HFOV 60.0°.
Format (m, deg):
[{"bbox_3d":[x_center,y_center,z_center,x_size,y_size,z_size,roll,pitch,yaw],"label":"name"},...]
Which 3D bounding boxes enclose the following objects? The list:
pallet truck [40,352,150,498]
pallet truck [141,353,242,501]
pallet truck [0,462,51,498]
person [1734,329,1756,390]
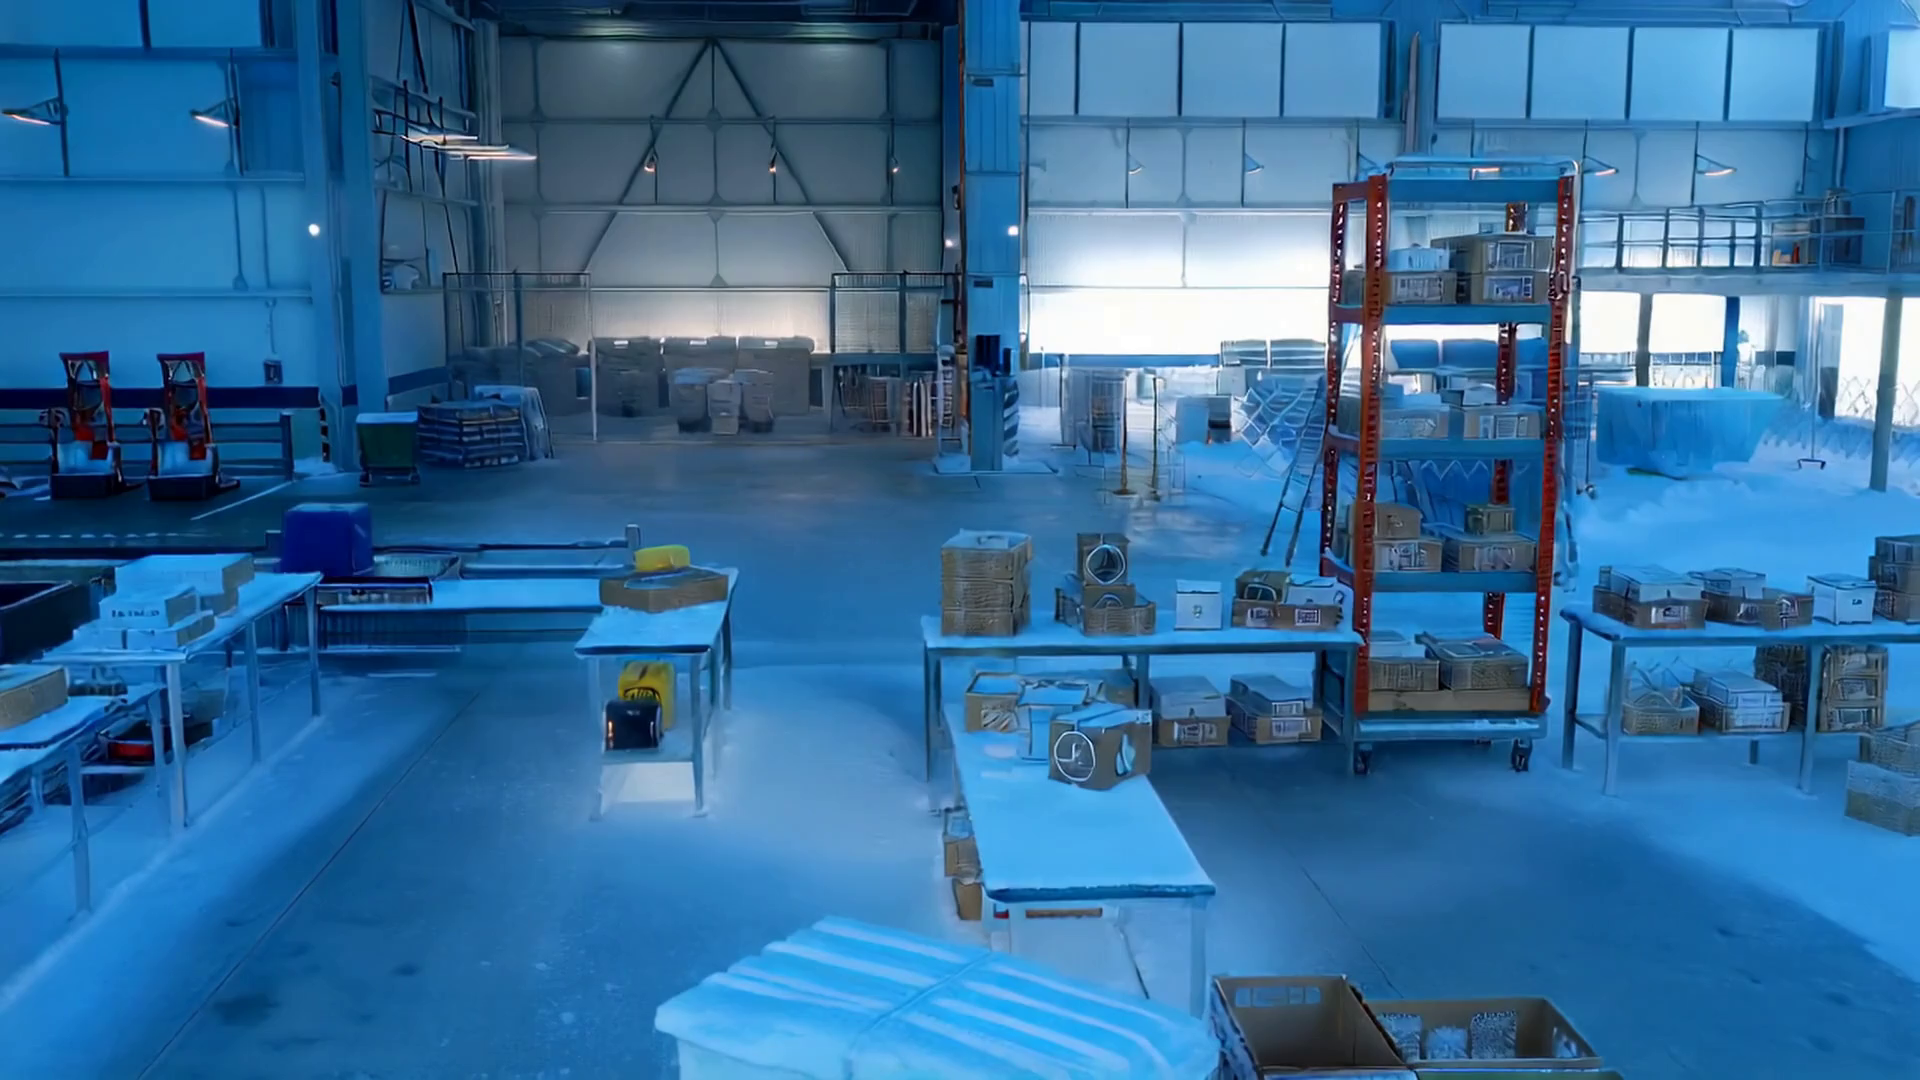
[{"bbox_3d":[-11.907,-1.642,23.165,0.823,1.965,1.885,0,9,0],"label":"pallet truck"},{"bbox_3d":[-10.520,-1.604,22.925,0.823,1.965,1.885,-1,9,-6],"label":"pallet truck"},{"bbox_3d":[-13.193,-1.293,23.148,0.653,1.274,1.630,-1,9,-4],"label":"pallet truck"},{"bbox_3d":[16.671,-3.552,35.503,0.573,1.887,0.355,0,9,0],"label":"person"}]
